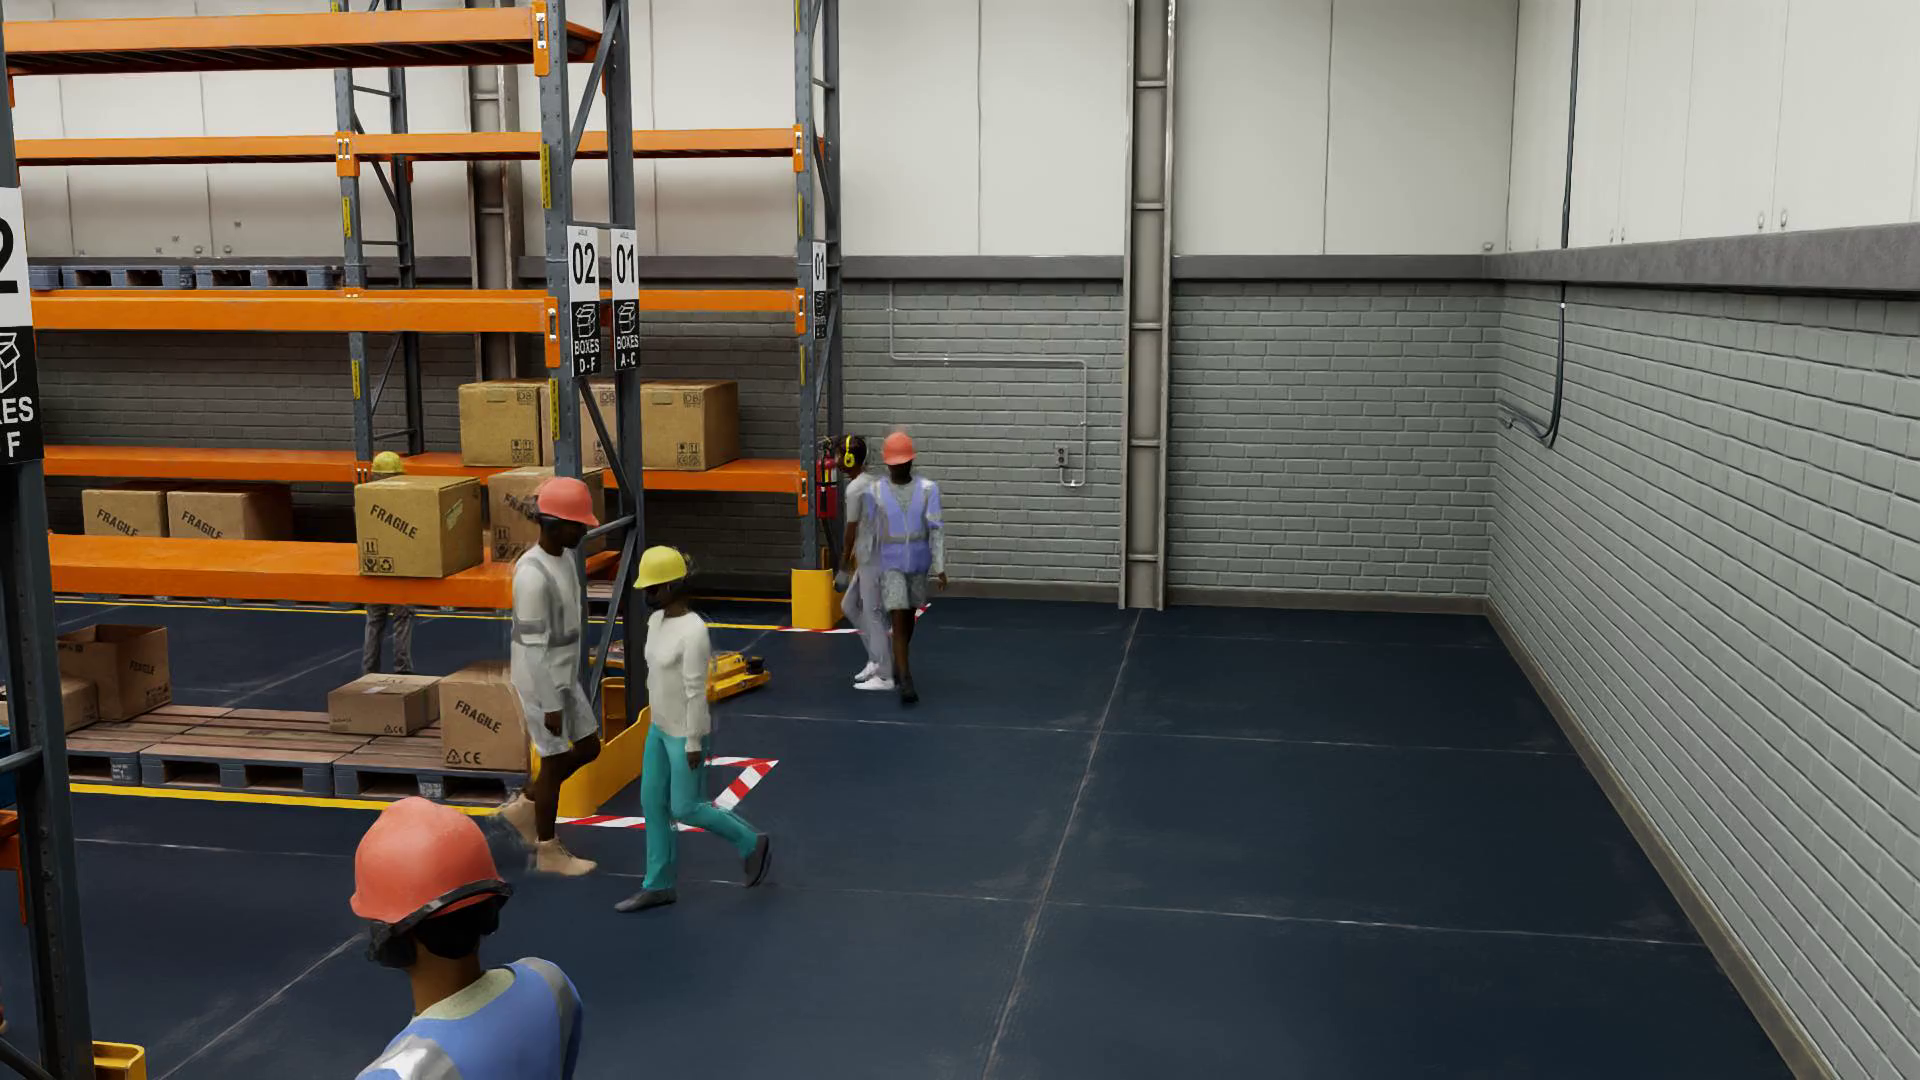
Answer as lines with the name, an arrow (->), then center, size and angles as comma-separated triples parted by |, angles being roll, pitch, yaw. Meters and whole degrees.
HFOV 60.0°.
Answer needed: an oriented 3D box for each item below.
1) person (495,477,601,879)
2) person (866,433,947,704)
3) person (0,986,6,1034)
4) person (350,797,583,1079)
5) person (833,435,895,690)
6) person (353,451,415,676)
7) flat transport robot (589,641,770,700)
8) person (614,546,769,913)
person -> -1.985, 0.690, 8.102 | 0.560, 2.008, 0.650 | 1, 9, 3
person -> -0.396, 0.177, 11.724 | 0.556, 1.874, 1.034 | -2, 9, -13
person -> -3.968, 0.996, 6.291 | 0.611, 1.987, 0.407 | 1, 9, 6
person -> -0.941, 1.476, 3.123 | 0.387, 2.039, 0.615 | 3, 10, 16
person -> -0.670, 0.171, 11.859 | 0.484, 1.841, 0.513 | 1, 9, 7
person -> -4.030, 0.236, 11.783 | 0.492, 1.734, 0.320 | 3, 10, 16
flat transport robot -> -2.155, 0.920, 12.051 | 1.431, 0.197, 0.652 | 5, 10, 28
person -> -1.281, 0.873, 7.791 | 0.663, 1.735, 0.524 | -6, 11, -35
